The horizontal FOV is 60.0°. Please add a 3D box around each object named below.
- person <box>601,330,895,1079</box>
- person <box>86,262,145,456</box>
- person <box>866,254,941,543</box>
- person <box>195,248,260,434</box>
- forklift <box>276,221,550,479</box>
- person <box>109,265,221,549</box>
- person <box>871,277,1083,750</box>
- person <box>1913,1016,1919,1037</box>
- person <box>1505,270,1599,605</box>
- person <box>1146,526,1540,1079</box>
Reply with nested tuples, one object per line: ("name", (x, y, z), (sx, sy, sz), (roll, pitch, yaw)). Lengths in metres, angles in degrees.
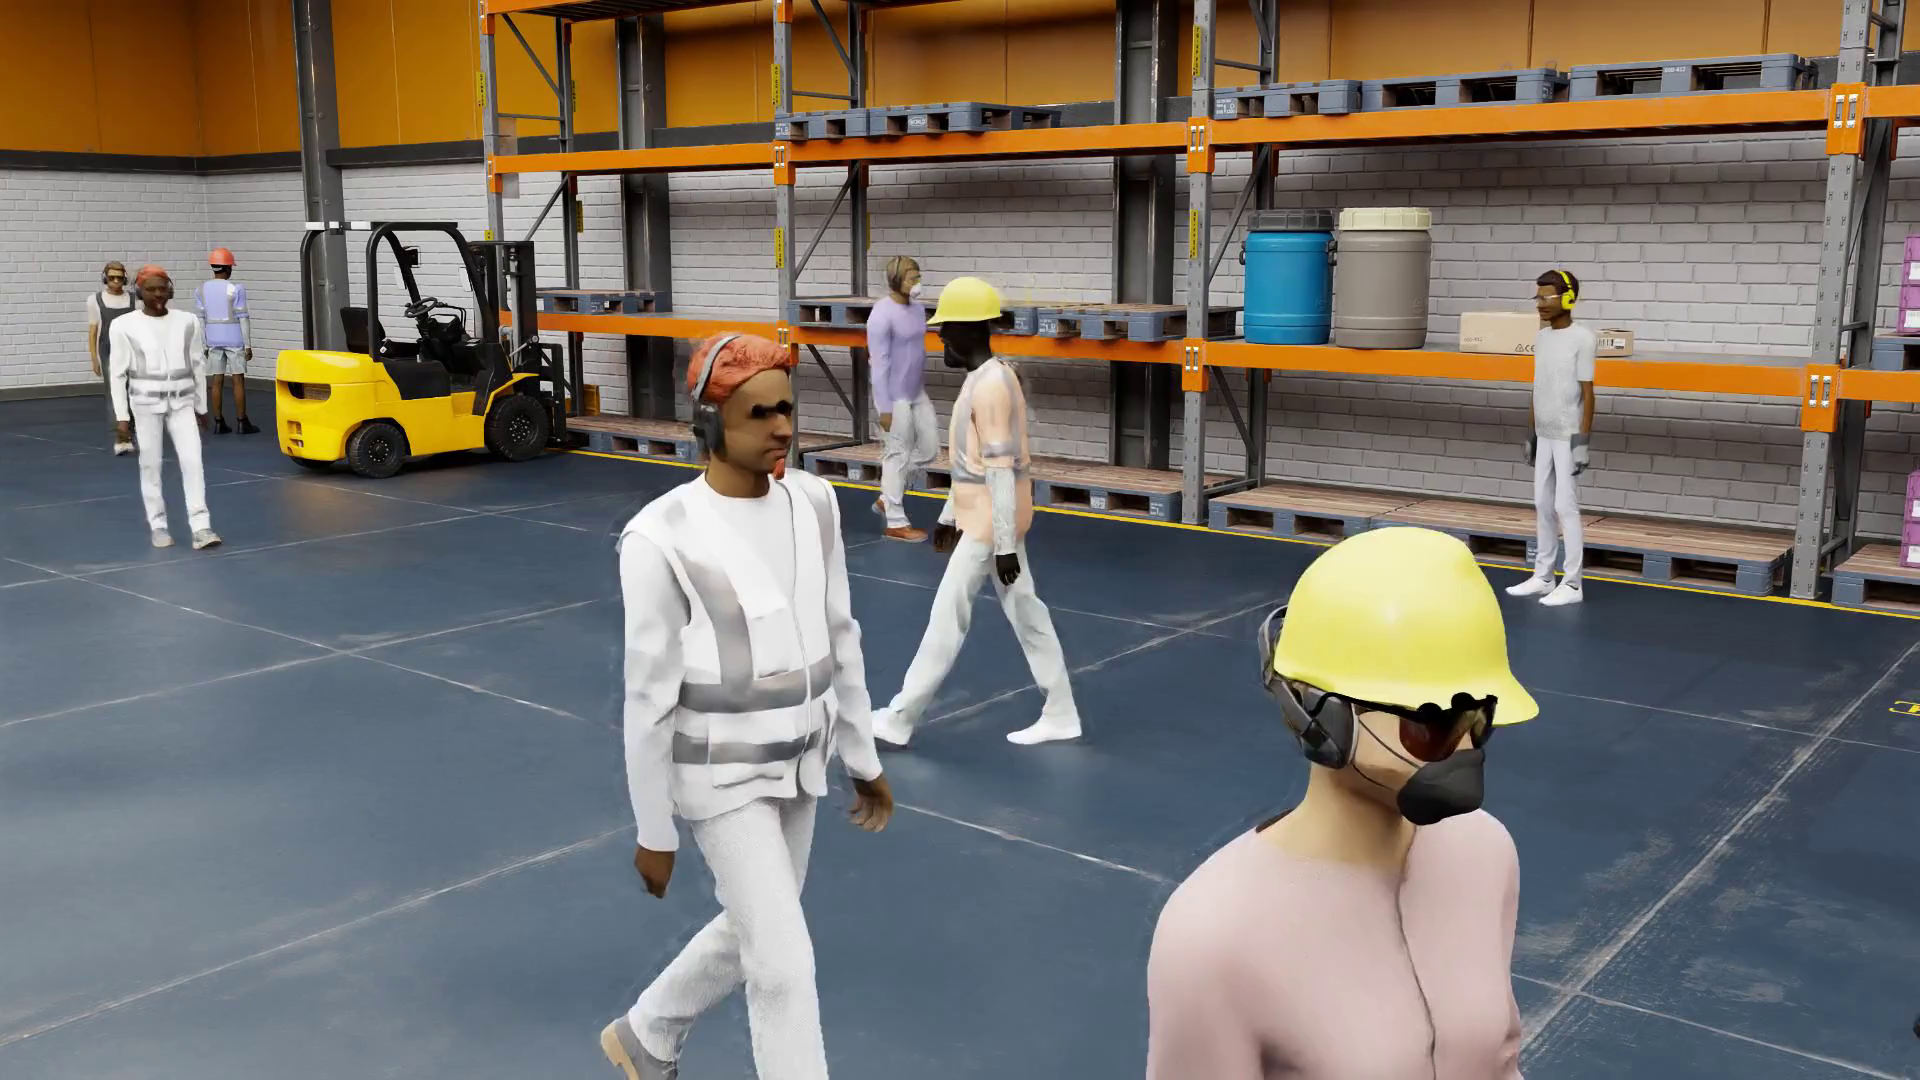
("person", (-0.483, 0.489, 3.479), (0.906, 1.853, 0.584), (7, 12, 33))
("person", (-7.882, -1.698, 15.662), (0.504, 1.809, 0.852), (-7, 12, -34))
("person", (-0.373, -0.929, 11.095), (0.429, 1.925, 0.660), (5, 11, 27))
("person", (-7.642, -2.062, 17.342), (0.546, 1.938, 0.360), (1, 10, 4))
("forklift", (-4.922, -1.741, 14.854), (1.214, 2.155, 2.313), (8, 13, 38))
("person", (-5.138, -0.838, 10.791), (0.619, 1.849, 0.876), (-9, 14, -41))
("person", (0.030, -0.082, 6.540), (1.009, 1.870, 0.603), (1, 10, 3))
("person", (2.717, 0.363, 3.977), (0.592, 1.910, 0.586), (6, 12, 30))
("person", (3.334, -0.567, 9.286), (0.327, 1.860, 0.538), (-3, 11, -17))
("person", (0.400, 0.837, 1.810), (0.540, 1.749, 0.706), (-7, 12, -34))
